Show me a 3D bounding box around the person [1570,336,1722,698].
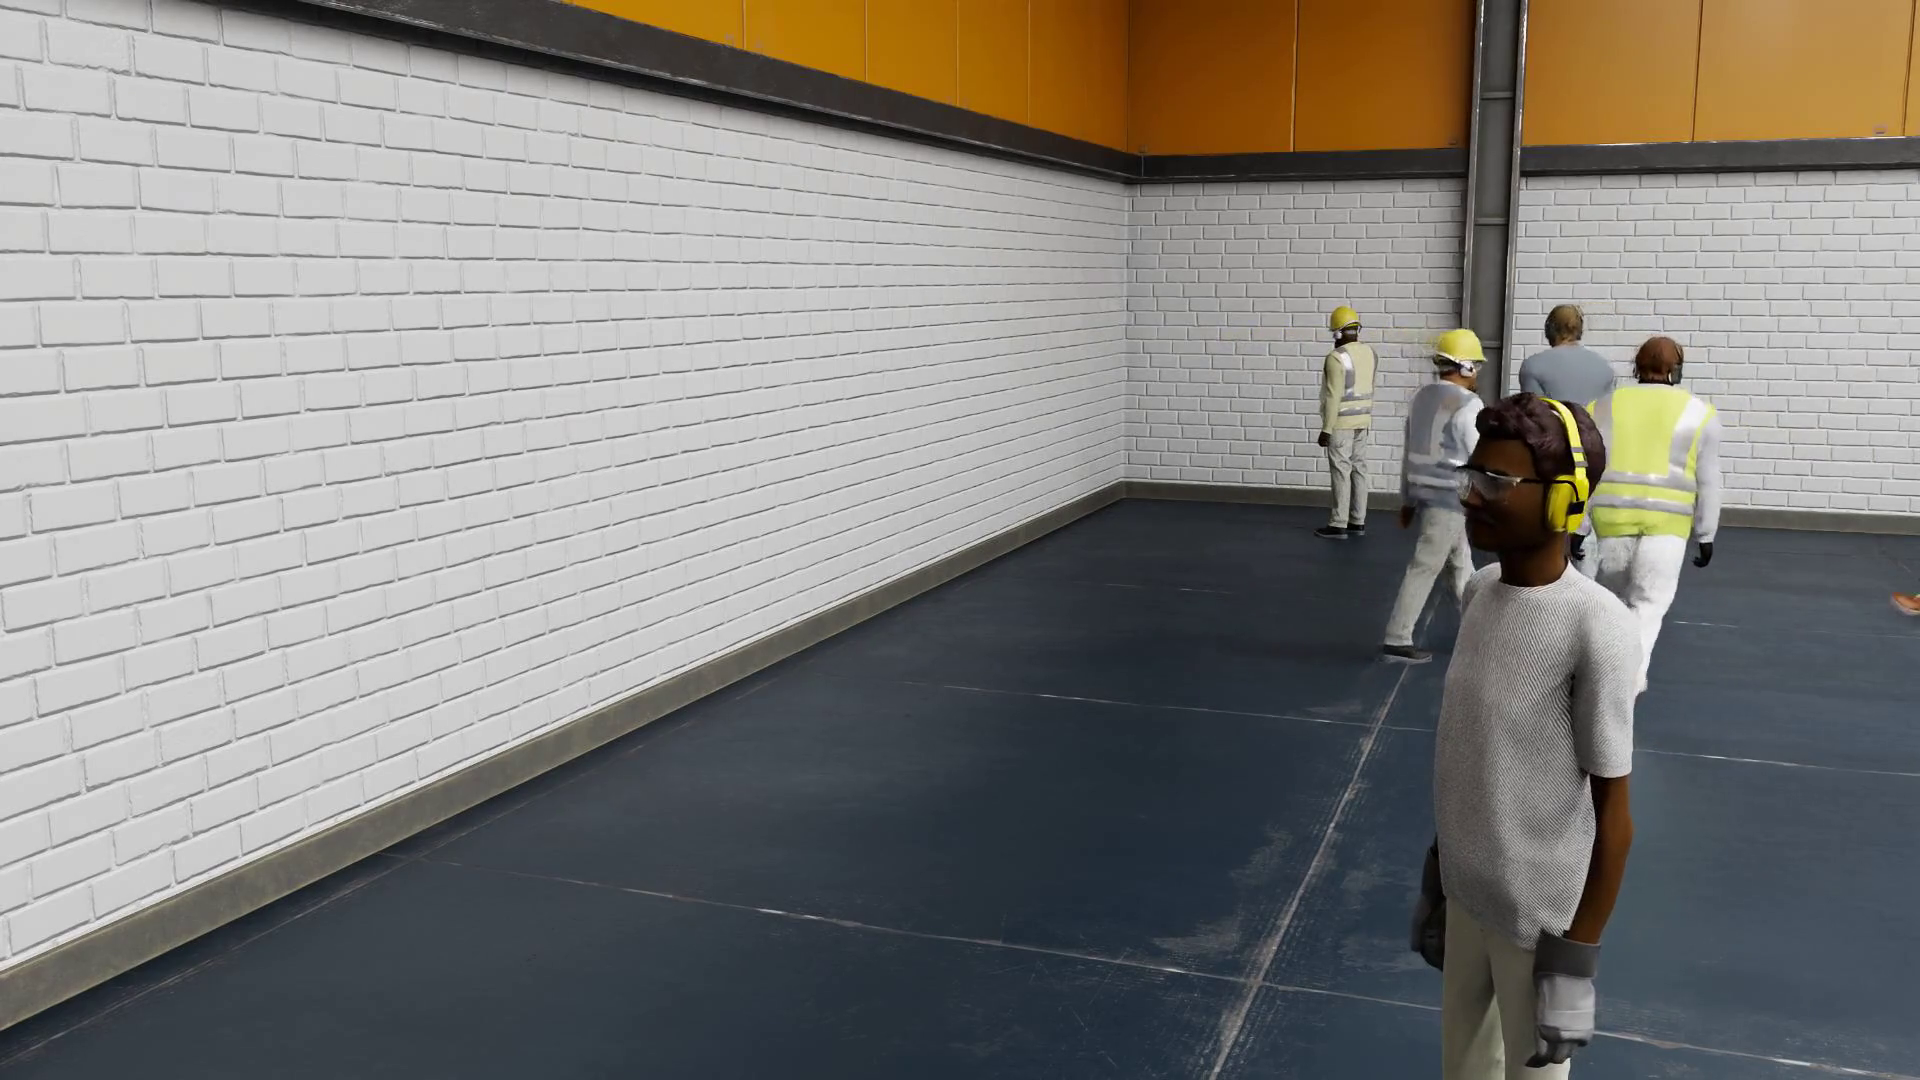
[{"bbox_3d":[3.204,-0.058,7.824,0.653,1.796,0.897,6,11,34],"label":"person"}]

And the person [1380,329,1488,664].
[{"bbox_3d":[2.676,-0.227,8.893,0.952,1.775,0.602,-2,9,-10],"label":"person"}]

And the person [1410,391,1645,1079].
[{"bbox_3d":[0.963,0.672,2.959,0.328,1.876,0.513,-2,9,-14],"label":"person"}]

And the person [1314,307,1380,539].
[{"bbox_3d":[3.033,-0.921,13.125,0.586,1.824,0.403,-8,12,-41],"label":"person"}]

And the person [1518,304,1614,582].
[{"bbox_3d":[3.719,-0.519,10.393,0.659,1.884,0.999,-2,9,-10],"label":"person"}]

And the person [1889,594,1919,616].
[{"bbox_3d":[6.010,-0.427,9.765,0.652,1.900,0.920,-8,12,-42],"label":"person"}]
